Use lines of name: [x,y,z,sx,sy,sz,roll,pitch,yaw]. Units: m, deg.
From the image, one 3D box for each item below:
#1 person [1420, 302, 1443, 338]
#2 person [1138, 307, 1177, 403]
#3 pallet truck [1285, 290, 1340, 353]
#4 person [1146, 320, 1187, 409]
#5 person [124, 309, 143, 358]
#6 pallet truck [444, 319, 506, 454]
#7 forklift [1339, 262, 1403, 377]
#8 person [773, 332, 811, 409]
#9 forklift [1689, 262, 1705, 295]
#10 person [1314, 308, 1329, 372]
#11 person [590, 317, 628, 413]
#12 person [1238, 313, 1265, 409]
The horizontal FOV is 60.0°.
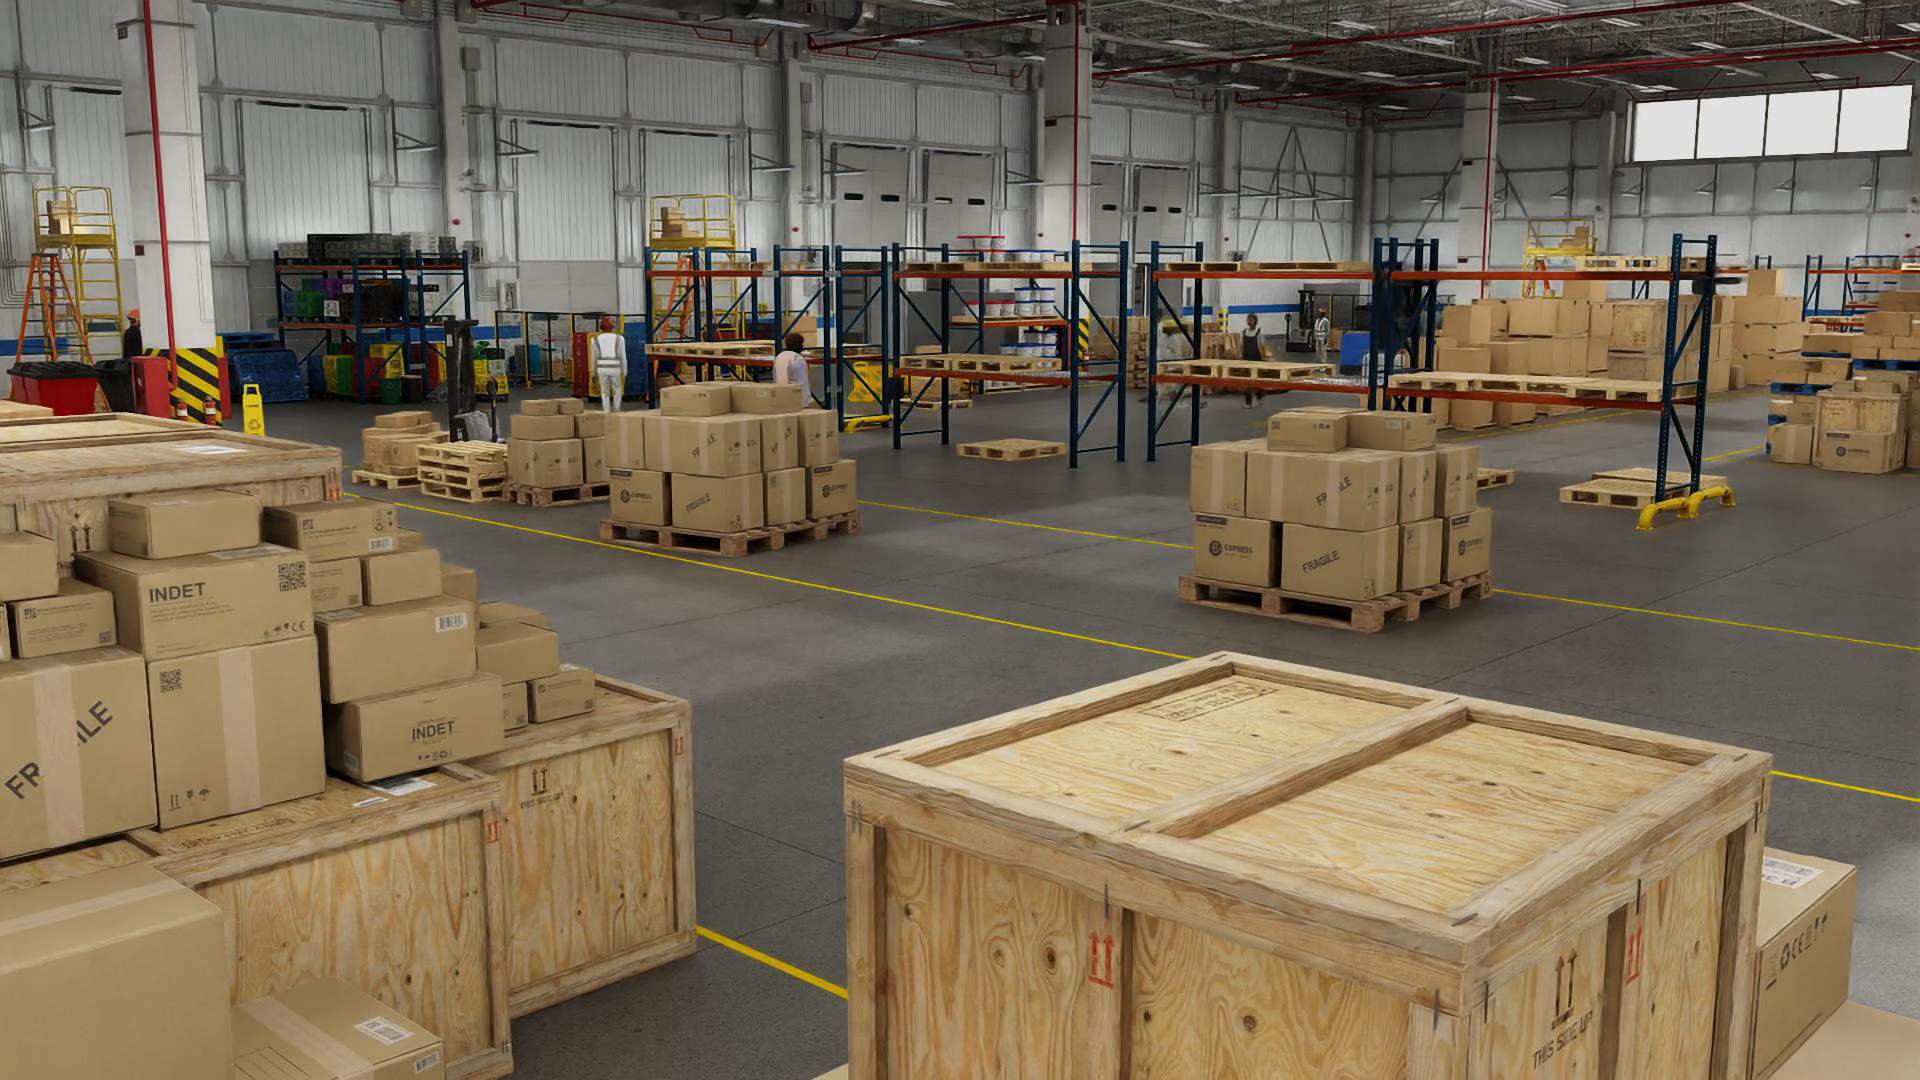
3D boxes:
person: [11.115,-4.712,39.402,0.634,1.916,0.802,4,10,25]
person: [3.981,-3.681,33.094,0.898,1.915,0.637,-4,10,-21]
pallet truck: [11.297,-6.951,52.861,1.885,1.965,0.823,-5,11,-29]
person: [3.975,-3.353,31.718,0.922,1.685,0.503,-3,10,-19]
person: [-14.139,-2.980,28.604,0.624,1.980,0.449,9,13,43]
pallet truck: [-6.981,-1.942,22.150,1.885,1.965,0.823,1,9,9]
forklift: [10.286,-5.341,40.291,1.873,2.768,1.129,9,13,43]
person: [-2.135,-1.757,21.493,0.429,1.841,0.634,-8,12,-39]
forklift: [19.897,-6.102,44.955,1.873,2.768,1.129,5,10,27]
person: [9.366,-5.185,43.134,0.310,1.638,0.522,-4,10,-23]
person: [-5.878,-2.803,27.879,0.608,1.842,0.923,-1,9,-8]
person: [5.498,-3.379,31.471,0.521,1.832,0.395,7,11,35]
